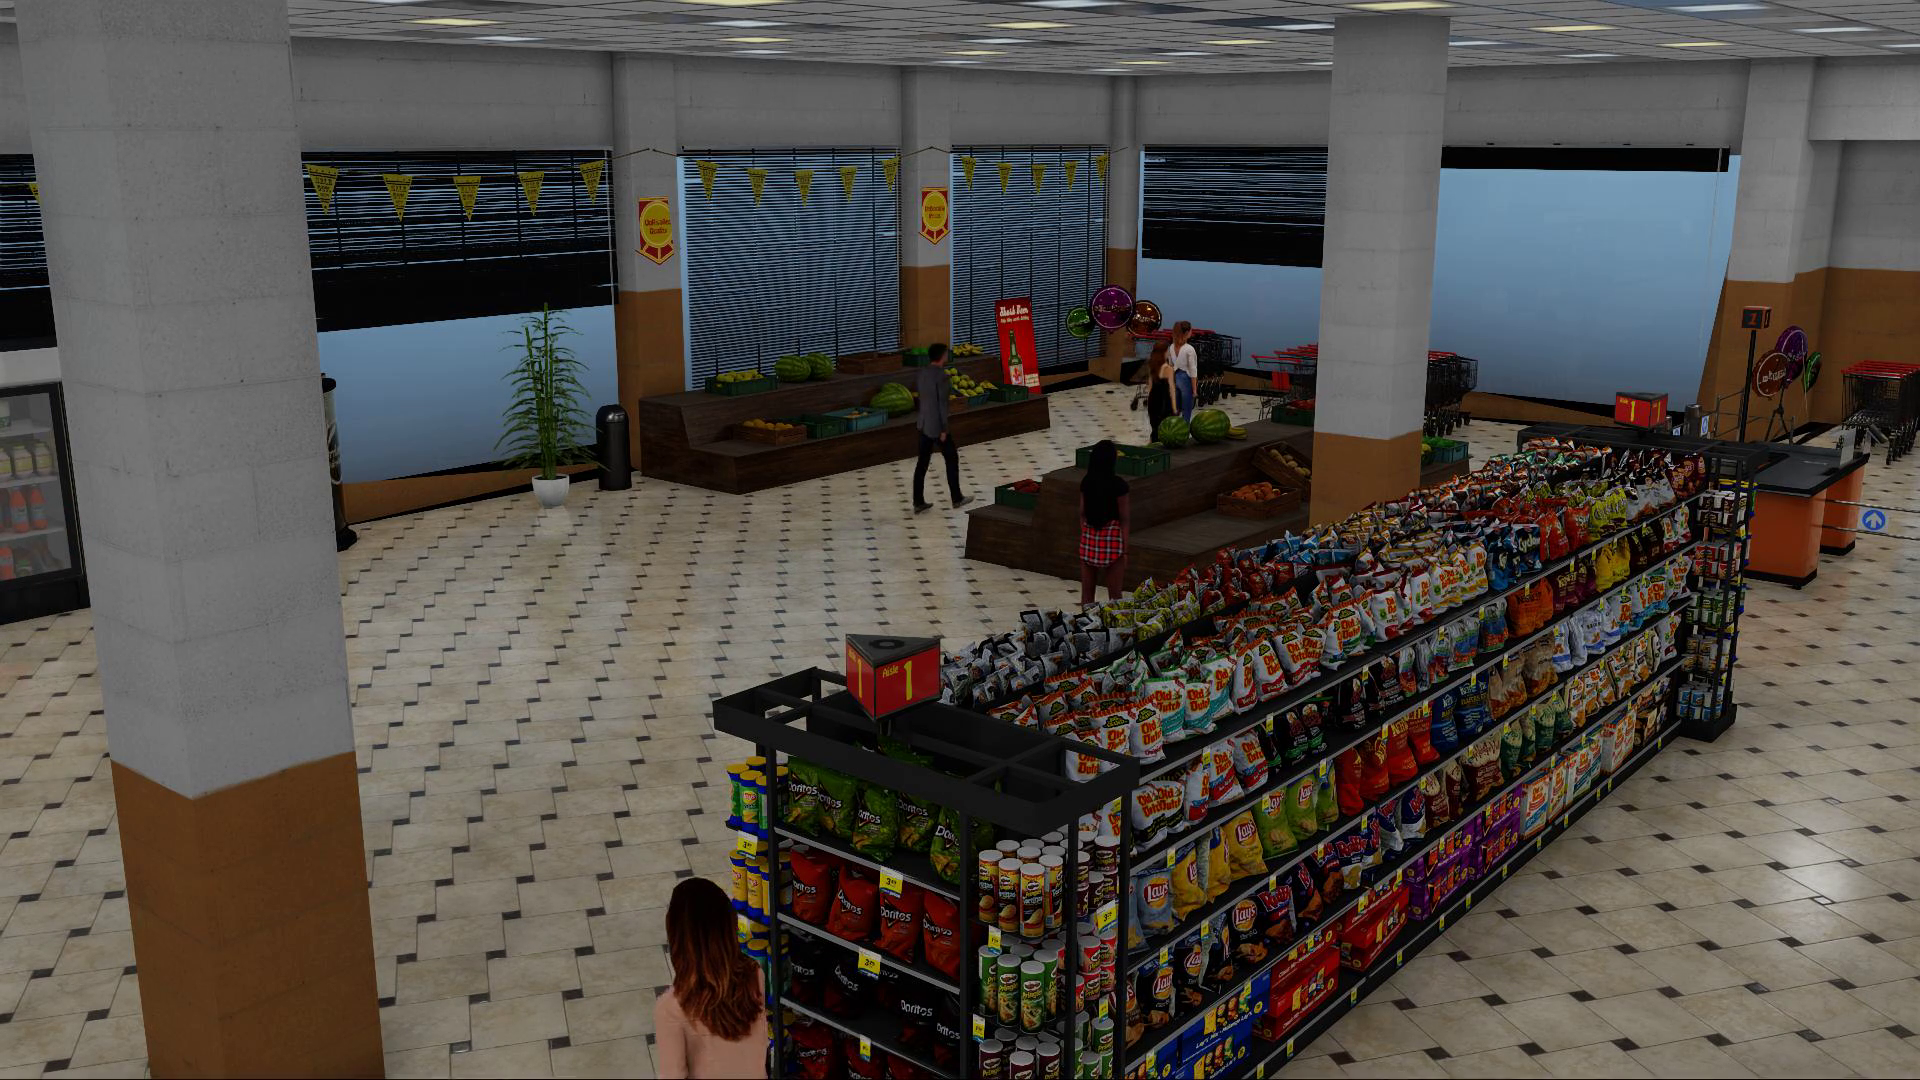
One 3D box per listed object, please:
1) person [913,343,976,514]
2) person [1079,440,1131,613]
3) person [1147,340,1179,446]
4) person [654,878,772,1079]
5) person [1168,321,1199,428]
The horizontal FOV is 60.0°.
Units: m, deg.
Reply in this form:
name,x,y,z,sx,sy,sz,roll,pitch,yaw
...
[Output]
name,x,y,z,sx,sy,sz,roll,pitch,yaw
person,-0.343,-1.196,18.157,0.765,1.836,1.020,13,19,43
person,1.141,0.055,13.232,0.626,1.728,0.604,9,16,34
person,2.402,-1.649,20.504,0.704,1.610,0.653,-8,16,-31
person,-0.708,1.958,5.317,1.129,1.759,0.867,-9,16,-32
person,2.905,-2.006,21.743,0.595,1.720,0.656,-10,17,-36
